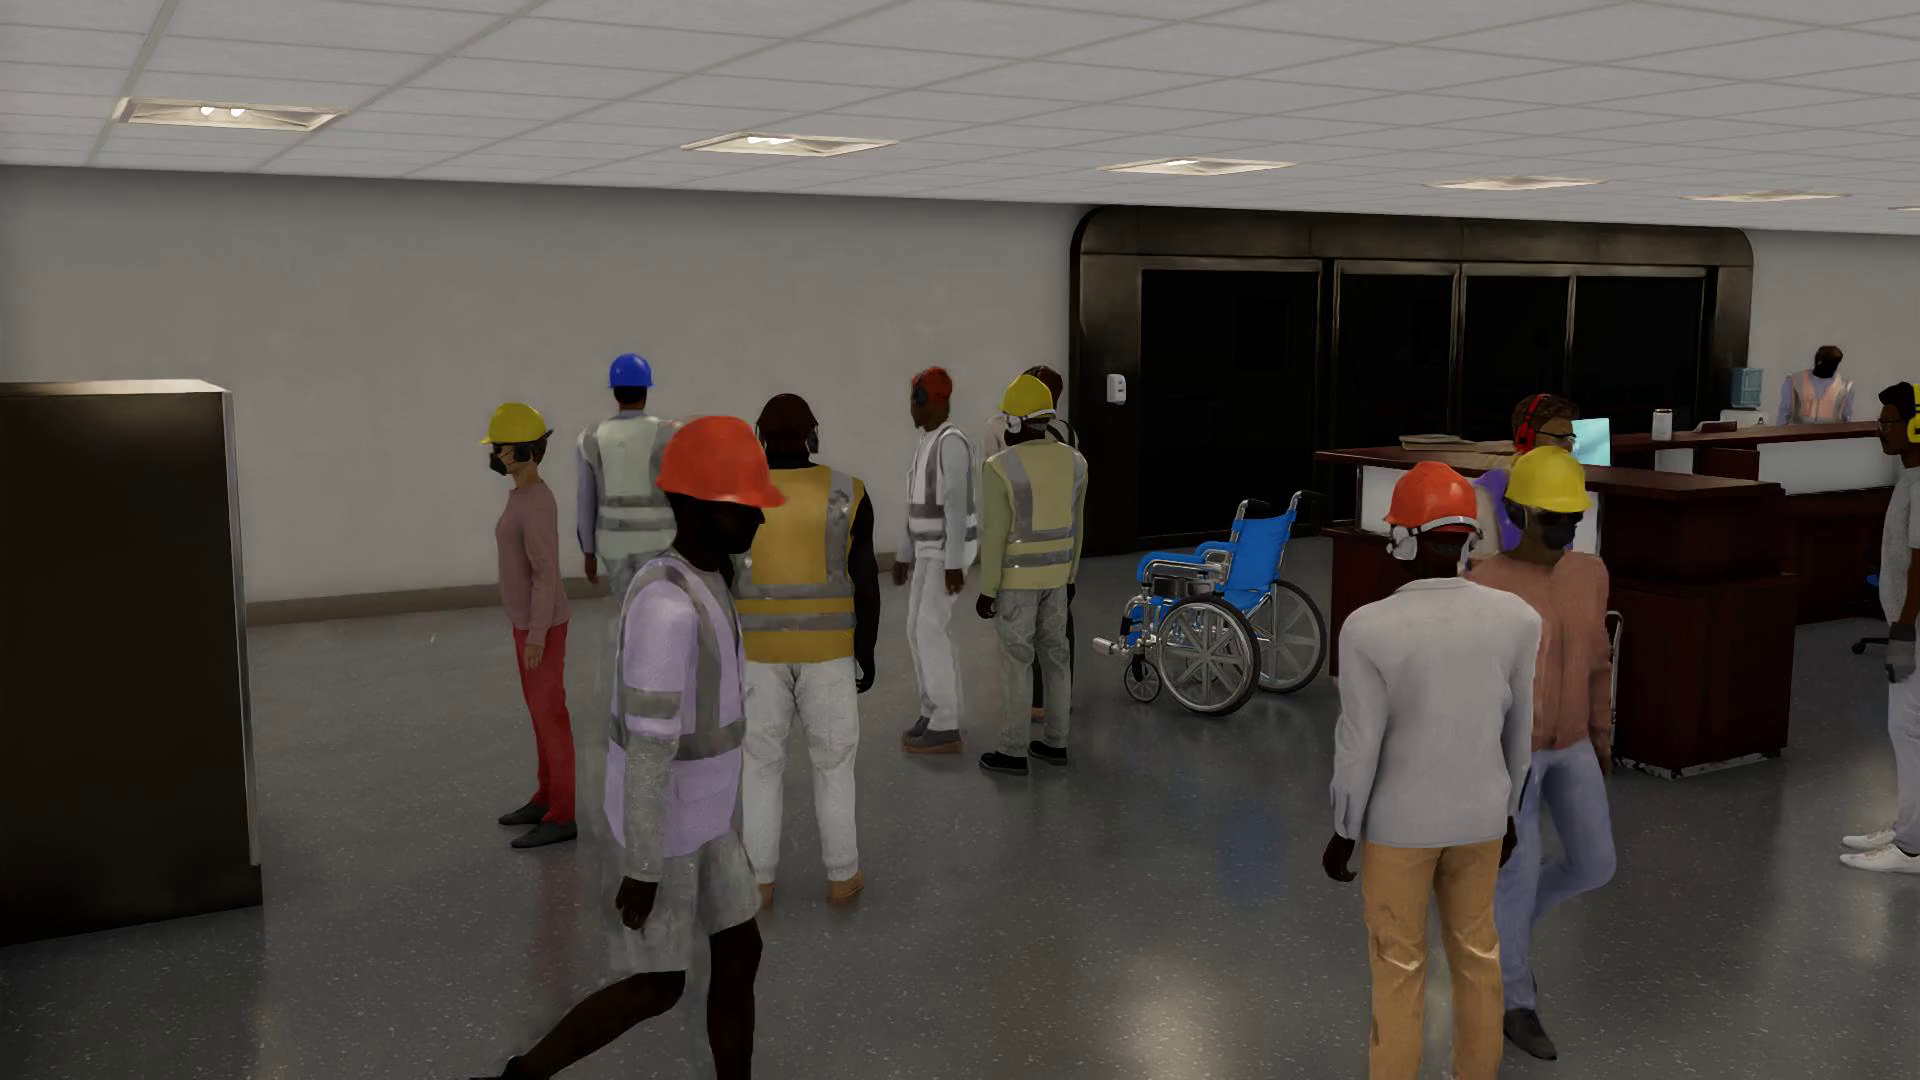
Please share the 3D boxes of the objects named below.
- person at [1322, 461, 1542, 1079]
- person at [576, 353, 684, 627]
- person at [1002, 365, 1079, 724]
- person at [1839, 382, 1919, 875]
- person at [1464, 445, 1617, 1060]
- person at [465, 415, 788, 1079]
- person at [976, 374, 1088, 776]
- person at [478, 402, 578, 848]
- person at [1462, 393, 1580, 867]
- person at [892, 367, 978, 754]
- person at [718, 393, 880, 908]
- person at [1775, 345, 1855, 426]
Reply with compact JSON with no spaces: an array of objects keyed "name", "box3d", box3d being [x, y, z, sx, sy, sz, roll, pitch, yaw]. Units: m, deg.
[{"name":"person","box3d":[1.173,0.677,4.203,0.560,1.753,0.328,-2,8,-17]},{"name":"person","box3d":[-1.659,0.010,8.468,0.615,1.916,0.876,1,8,9]},{"name":"person","box3d":[0.424,0.022,8.609,0.333,1.844,0.514,4,9,28]},{"name":"person","box3d":[3.593,0.334,6.315,0.328,1.862,0.509,4,9,29]},{"name":"person","box3d":[1.655,0.595,4.816,0.547,1.753,0.414,-3,8,-22]},{"name":"person","box3d":[-0.764,0.642,3.961,0.819,1.901,0.583,1,8,4]},{"name":"person","box3d":[0.309,0.161,7.648,0.587,1.837,0.404,-6,10,-39]},{"name":"person","box3d":[-1.721,0.336,6.633,0.331,1.768,0.526,-3,8,-20]},{"name":"person","box3d":[2.047,0.383,6.071,0.564,1.833,0.421,-6,10,-37]},{"name":"person","box3d":[-0.113,0.091,8.143,0.405,1.847,0.662,-3,8,-18]},{"name":"person","box3d":[-0.594,0.399,5.935,0.621,1.839,0.429,0,8,-2]},{"name":"person","box3d":[7.931,-0.910,15.476,0.649,1.819,0.655,4,9,24]}]
